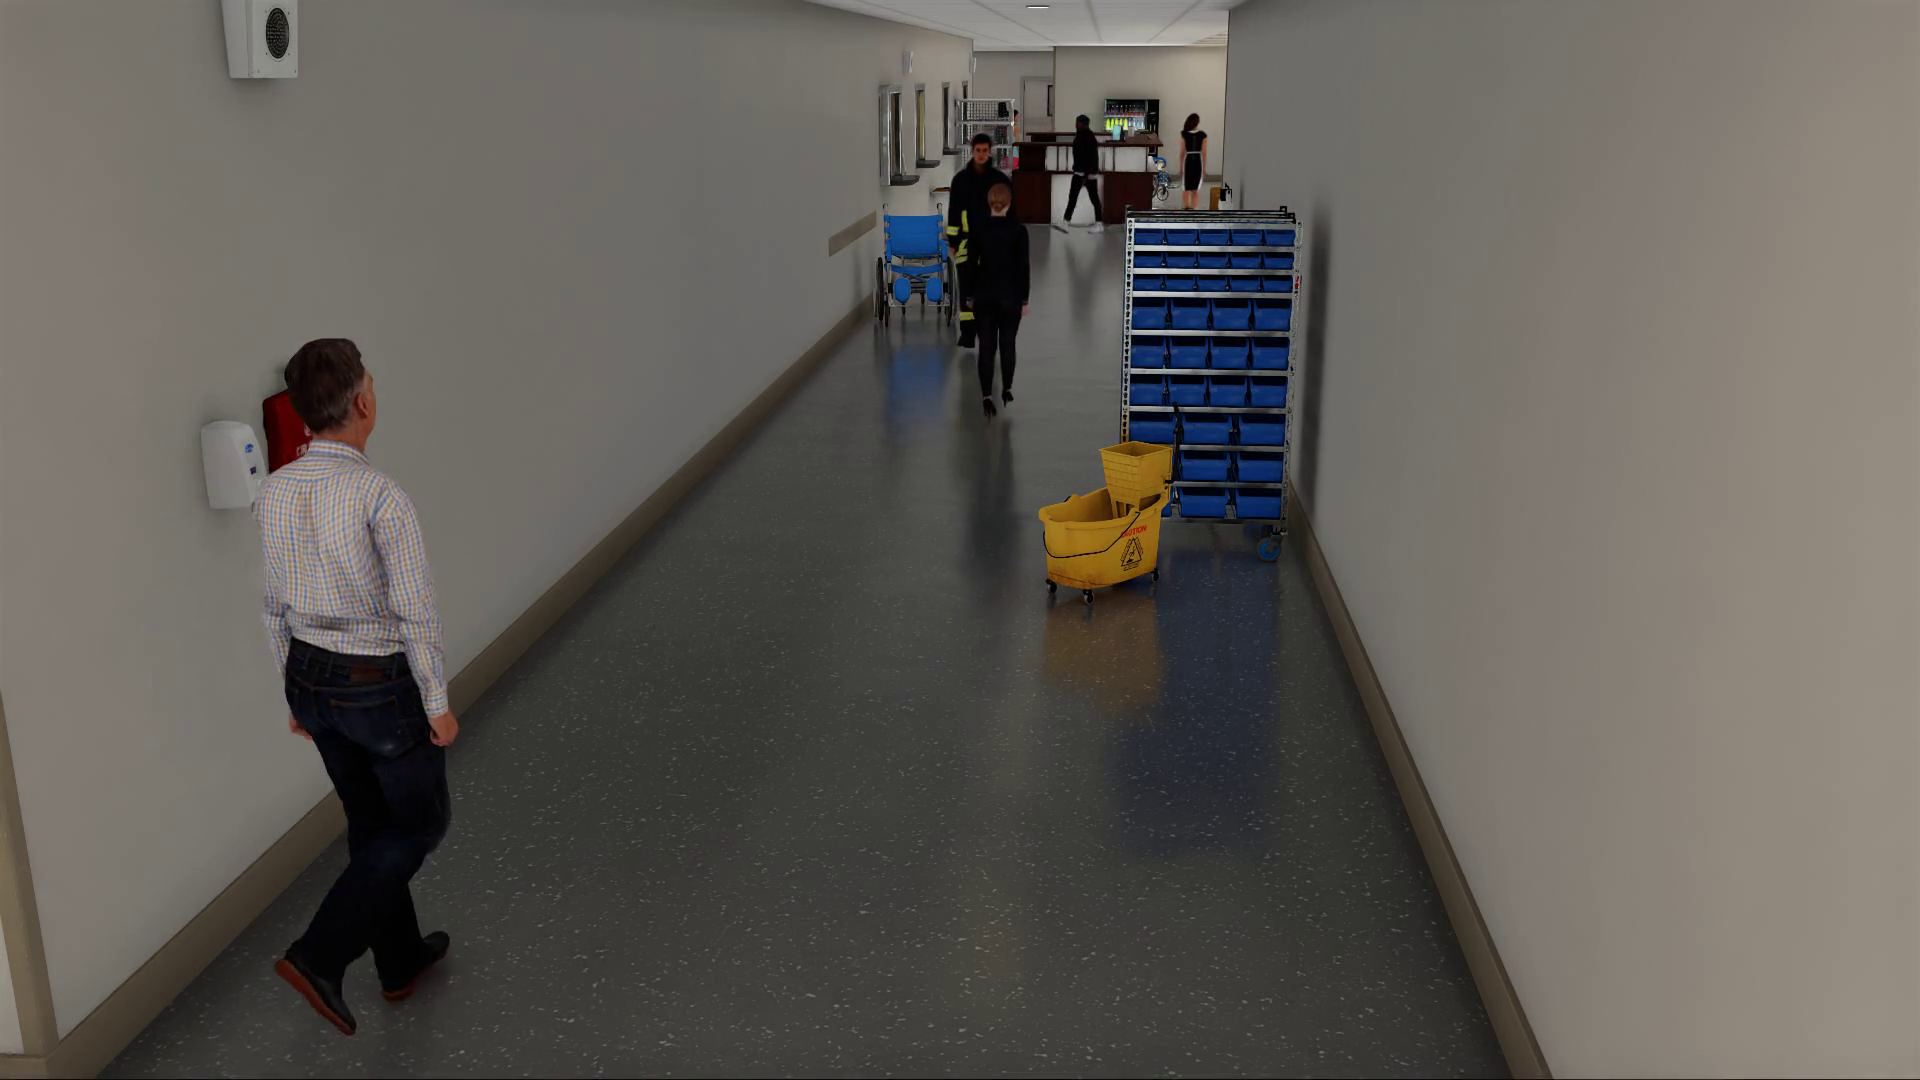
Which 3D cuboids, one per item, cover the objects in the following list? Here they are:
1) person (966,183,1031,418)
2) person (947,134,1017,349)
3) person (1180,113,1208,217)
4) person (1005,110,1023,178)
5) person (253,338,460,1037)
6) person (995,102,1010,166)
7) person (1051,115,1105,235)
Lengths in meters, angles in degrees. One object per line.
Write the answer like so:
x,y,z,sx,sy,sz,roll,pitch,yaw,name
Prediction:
0.245,-1.654,11.826,0.995,1.640,0.725,3,16,9,person
0.200,-2.703,15.079,0.874,1.896,0.862,2,16,6,person
3.725,-5.897,26.611,0.661,1.785,0.662,2,16,8,person
0.991,-6.999,30.558,0.705,1.763,0.676,-9,18,-29,person
-1.554,0.407,4.208,0.958,1.807,0.885,6,17,21,person
1.118,-10.771,43.995,0.511,1.733,0.692,-1,16,-4,person
1.988,-5.528,25.337,1.264,1.767,1.199,-13,20,-38,person
